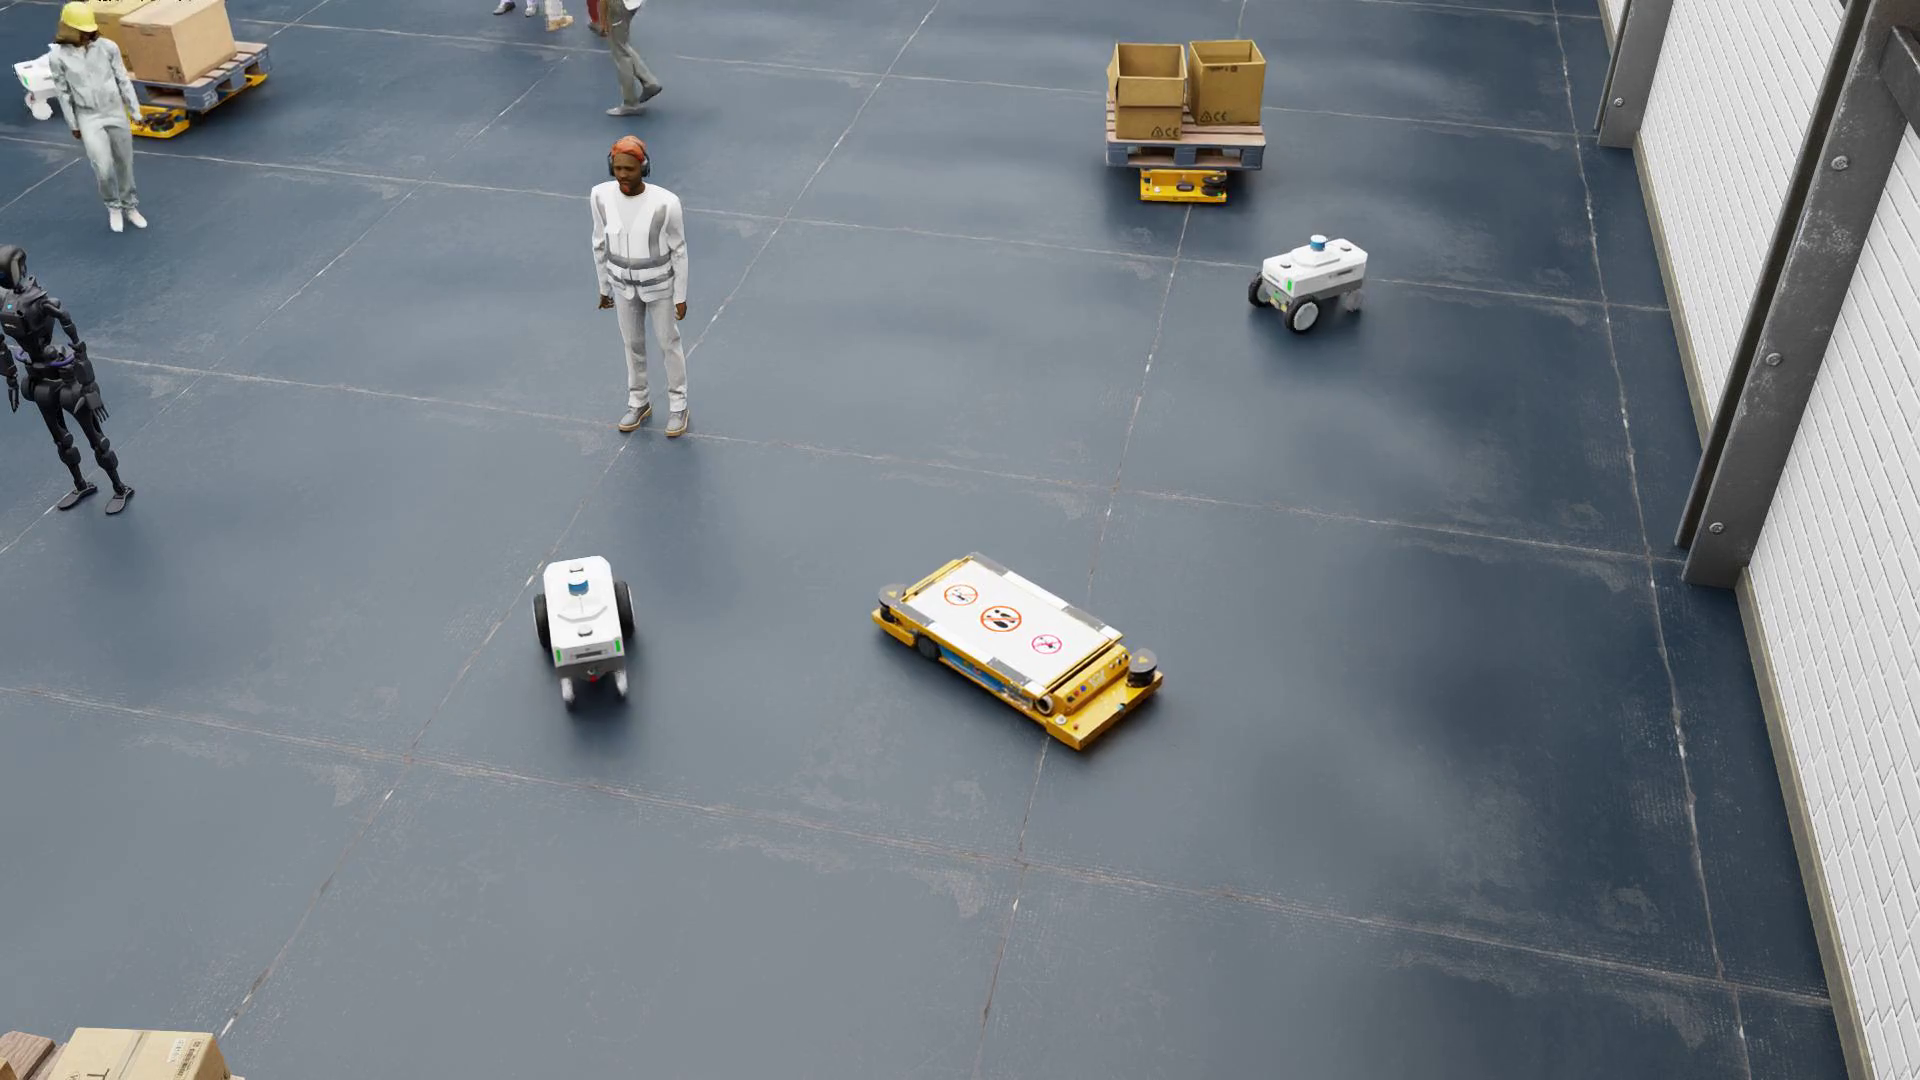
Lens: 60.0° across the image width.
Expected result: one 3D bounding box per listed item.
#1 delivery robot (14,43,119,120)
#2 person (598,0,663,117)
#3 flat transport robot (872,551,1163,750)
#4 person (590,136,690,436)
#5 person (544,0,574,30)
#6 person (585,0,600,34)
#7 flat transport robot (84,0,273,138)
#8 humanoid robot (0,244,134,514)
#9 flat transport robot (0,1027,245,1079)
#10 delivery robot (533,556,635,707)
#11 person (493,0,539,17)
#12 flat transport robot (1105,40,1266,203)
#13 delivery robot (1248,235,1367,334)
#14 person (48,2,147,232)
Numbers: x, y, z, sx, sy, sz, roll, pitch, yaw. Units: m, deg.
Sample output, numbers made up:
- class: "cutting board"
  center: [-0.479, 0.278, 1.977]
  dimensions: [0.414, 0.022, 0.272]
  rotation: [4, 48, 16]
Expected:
- class: "delivery robot"
  center: [-7.658, -3.968, 14.304]
  dimensions: [0.809, 0.611, 0.499]
  rotation: [-23, 42, -27]
- class: "person"
  center: [-2.843, -4.439, 13.859]
  dimensions: [0.447, 1.819, 0.607]
  rotation: [5, 37, 7]
- class: "flat transport robot"
  center: [0.276, 0.520, 8.523]
  dimensions: [1.431, 0.231, 0.659]
  rotation: [29, 46, 33]
- class: "person"
  center: [-1.881, -1.487, 9.860]
  dimensions: [0.573, 1.884, 0.356]
  rotation: [8, 37, 10]
- class: "person"
  center: [-3.819, -5.723, 15.579]
  dimensions: [0.656, 1.822, 0.524]
  rotation: [23, 43, 28]
- class: "person"
  center: [-3.427, -5.589, 15.369]
  dimensions: [0.573, 1.860, 0.497]
  rotation: [-18, 40, -22]
- class: "flat transport robot"
  center: [-6.702, -3.846, 14.365]
  dimensions: [0.659, 0.231, 1.431]
  rotation: [9, 38, 12]
- class: "humanoid robot"
  center: [-5.008, -0.878, 9.204]
  dimensions: [0.599, 1.659, 0.315]
  rotation: [8, 37, 10]
- class: "flat transport robot"
  center: [-3.227, 2.506, 5.866]
  dimensions: [1.431, 0.231, 0.659]
  rotation: [8, 37, 10]
- class: "delivery robot"
  center: [-1.902, 0.420, 8.431]
  dimensions: [0.499, 0.611, 0.814]
  rotation: [-9, 38, -12]
- class: "person"
  center: [-4.326, -5.950, 15.860]
  dimensions: [0.563, 1.849, 0.391]
  rotation: [8, 37, 10]
- class: "flat transport robot"
  center: [1.761, -3.090, 13.354]
  dimensions: [0.659, 0.231, 1.431]
  rotation: [2, 37, 3]
- class: "delivery robot"
  center: [2.396, -1.779, 11.377]
  dimensions: [0.812, 0.614, 0.499]
  rotation: [-18, 40, -23]
- class: "person"
  center: [-6.229, -3.069, 12.116]
  dimensions: [0.485, 1.713, 0.422]
  rotation: [-28, 45, -32]
